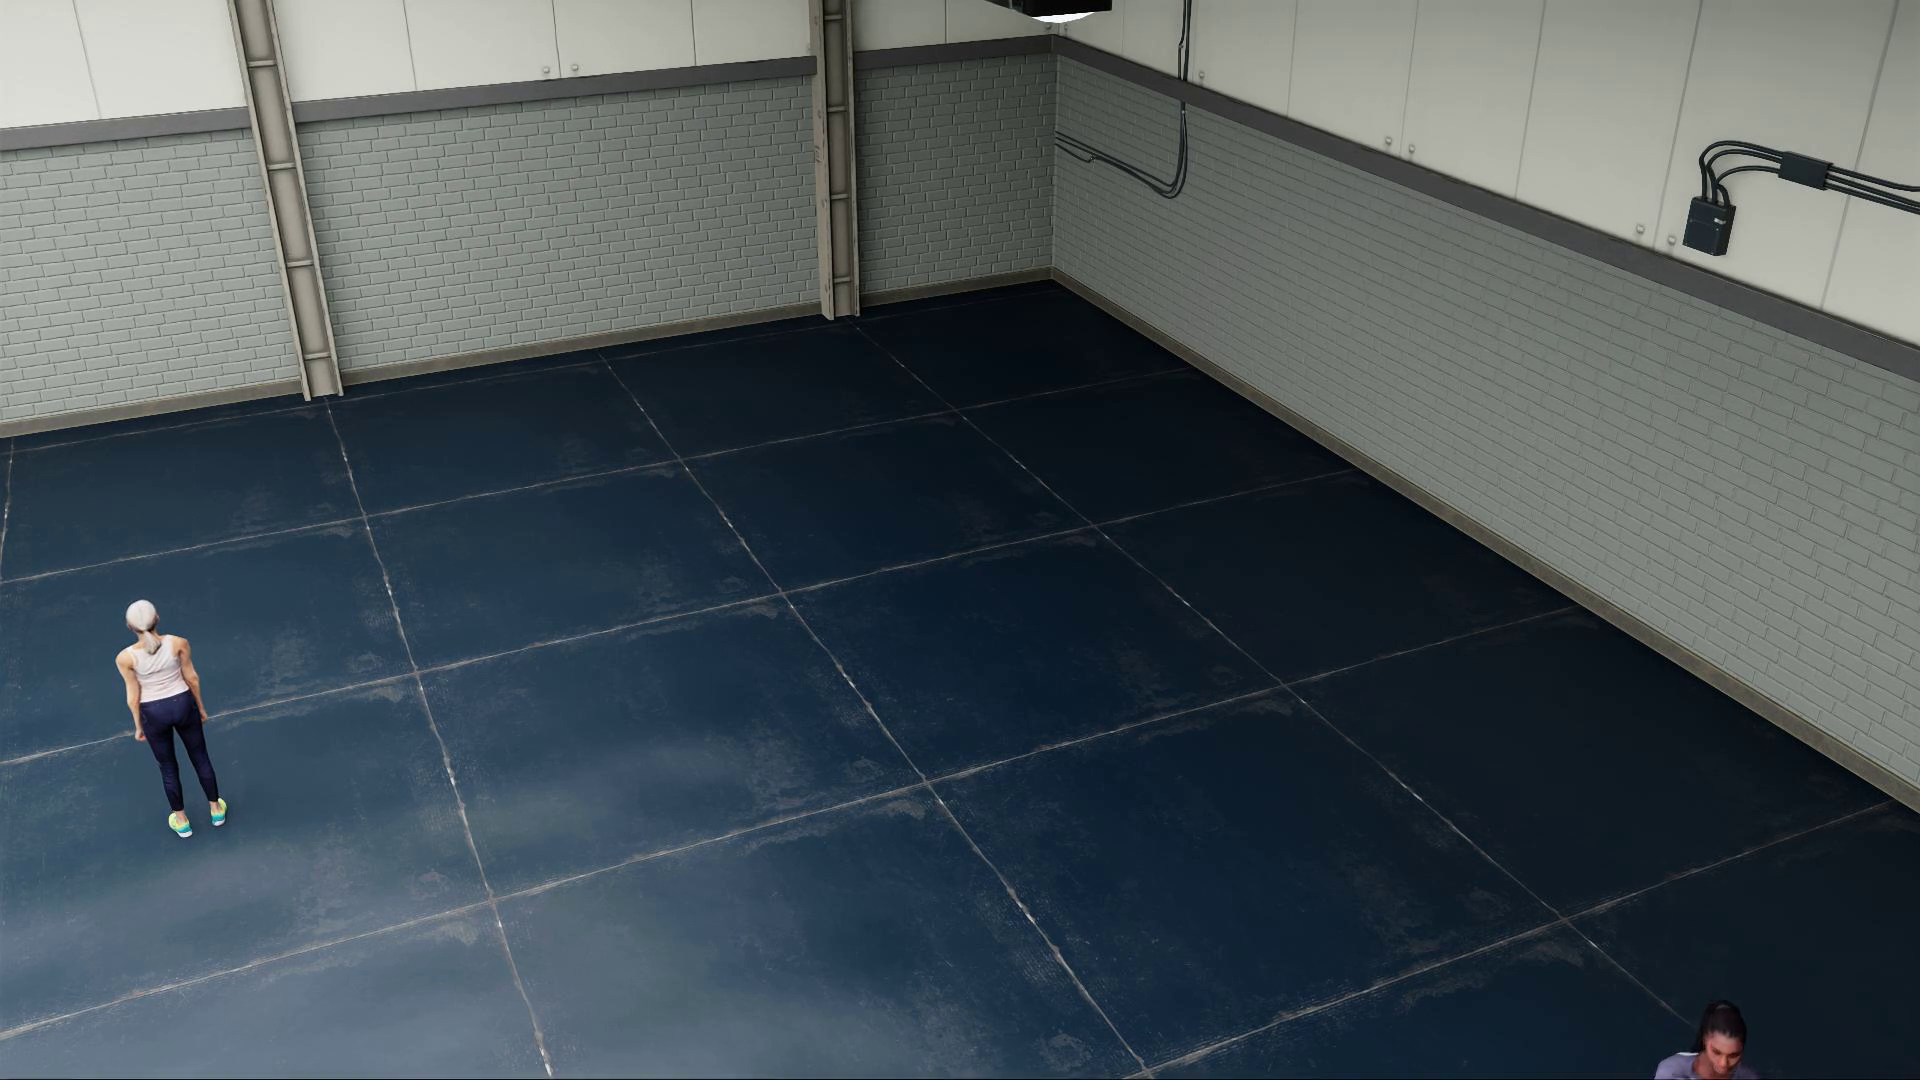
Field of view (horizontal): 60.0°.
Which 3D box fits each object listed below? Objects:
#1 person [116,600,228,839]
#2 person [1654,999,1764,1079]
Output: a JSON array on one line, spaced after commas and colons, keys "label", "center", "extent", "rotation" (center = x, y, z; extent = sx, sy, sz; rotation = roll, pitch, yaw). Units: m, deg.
[{"label": "person", "center": [-5.127, 1.151, 10.799], "extent": [0.511, 1.706, 0.686], "rotation": [-17, 32, -29]}, {"label": "person", "center": [3.336, 2.766, 7.675], "extent": [1.077, 1.696, 1.087], "rotation": [5, 28, 10]}]
